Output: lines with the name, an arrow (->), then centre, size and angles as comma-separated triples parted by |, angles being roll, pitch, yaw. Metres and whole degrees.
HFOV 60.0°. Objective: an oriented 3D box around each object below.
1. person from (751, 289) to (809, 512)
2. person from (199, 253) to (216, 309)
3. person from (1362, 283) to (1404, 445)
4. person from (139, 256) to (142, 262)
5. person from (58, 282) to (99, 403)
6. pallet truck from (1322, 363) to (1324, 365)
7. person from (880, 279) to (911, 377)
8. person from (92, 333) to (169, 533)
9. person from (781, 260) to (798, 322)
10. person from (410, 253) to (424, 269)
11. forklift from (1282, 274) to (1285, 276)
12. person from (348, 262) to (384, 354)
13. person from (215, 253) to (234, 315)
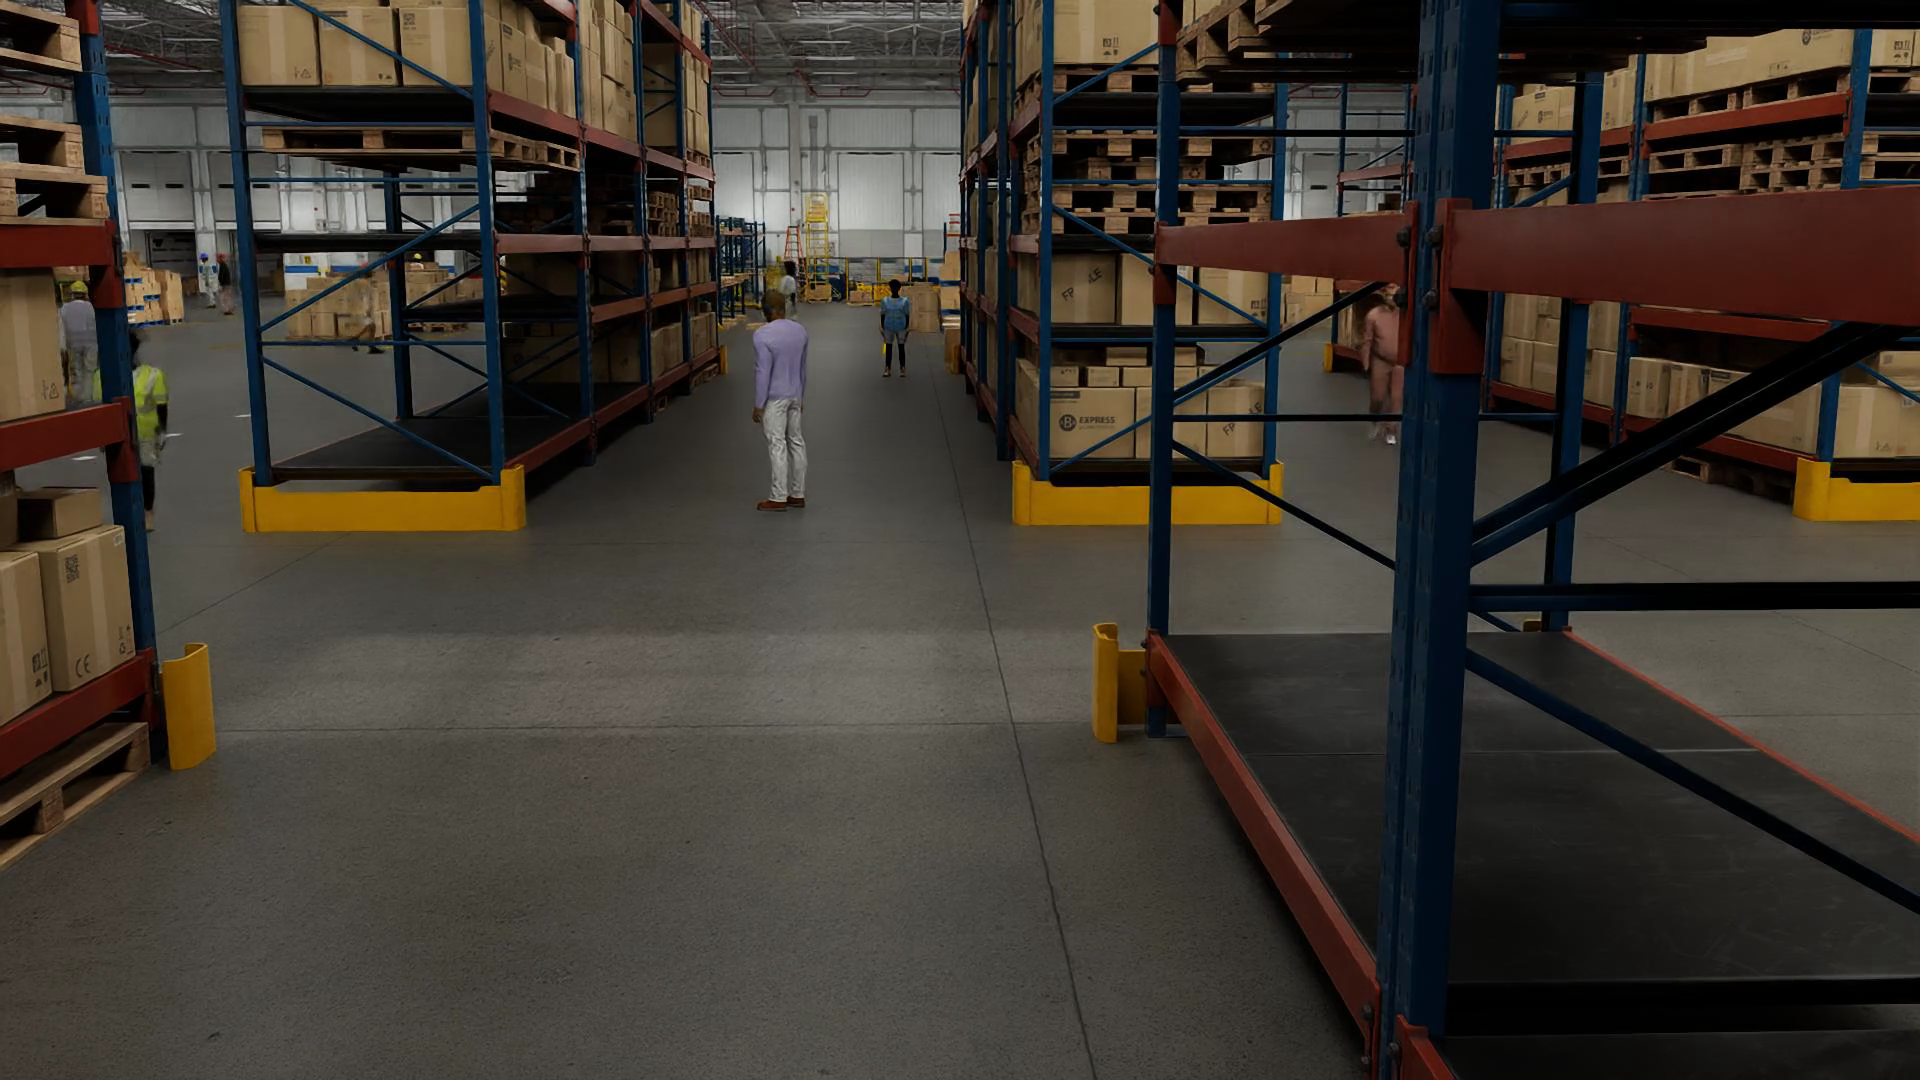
person -> -1.571, -1.208, 14.489 | 0.373, 1.934, 0.627 | 8, 13, 36
person -> -26.370, -9.064, 58.261 | 0.427, 1.937, 0.613 | -5, 11, -24
person -> 4.984, -2.035, 19.238 | 0.640, 1.887, 0.436 | 2, 10, 10
person -> -26.068, -8.049, 52.692 | 0.677, 1.907, 0.588 | 3, 11, 15
person -> -12.208, -2.712, 23.286 | 0.613, 1.782, 0.930 | -1, 10, -5
pallet truck -> 7.712, -4.157, 30.737 | 1.885, 1.965, 0.823 | 3, 11, 16
person -> -1.130, -3.673, 28.883 | 0.540, 1.696, 0.316 | 1, 10, 6
person -> -6.525, -0.824, 13.130 | 0.541, 1.638, 0.908 | -5, 11, -27
person -> -3.793, -5.148, 36.392 | 0.682, 1.949, 0.629 | -4, 11, -21
person -> -18.906, -9.020, 58.020 | 0.588, 1.930, 0.363 | 4, 11, 21
forklift -> 12.135, -10.836, 65.485 | 1.129, 2.768, 1.873 | 0, 10, -2
person -> -12.425, -4.832, 34.711 | 0.600, 1.922, 0.566 | -3, 11, -16
person -> -23.495, -8.121, 52.880 | 0.675, 1.969, 0.654 | -7, 12, -34
